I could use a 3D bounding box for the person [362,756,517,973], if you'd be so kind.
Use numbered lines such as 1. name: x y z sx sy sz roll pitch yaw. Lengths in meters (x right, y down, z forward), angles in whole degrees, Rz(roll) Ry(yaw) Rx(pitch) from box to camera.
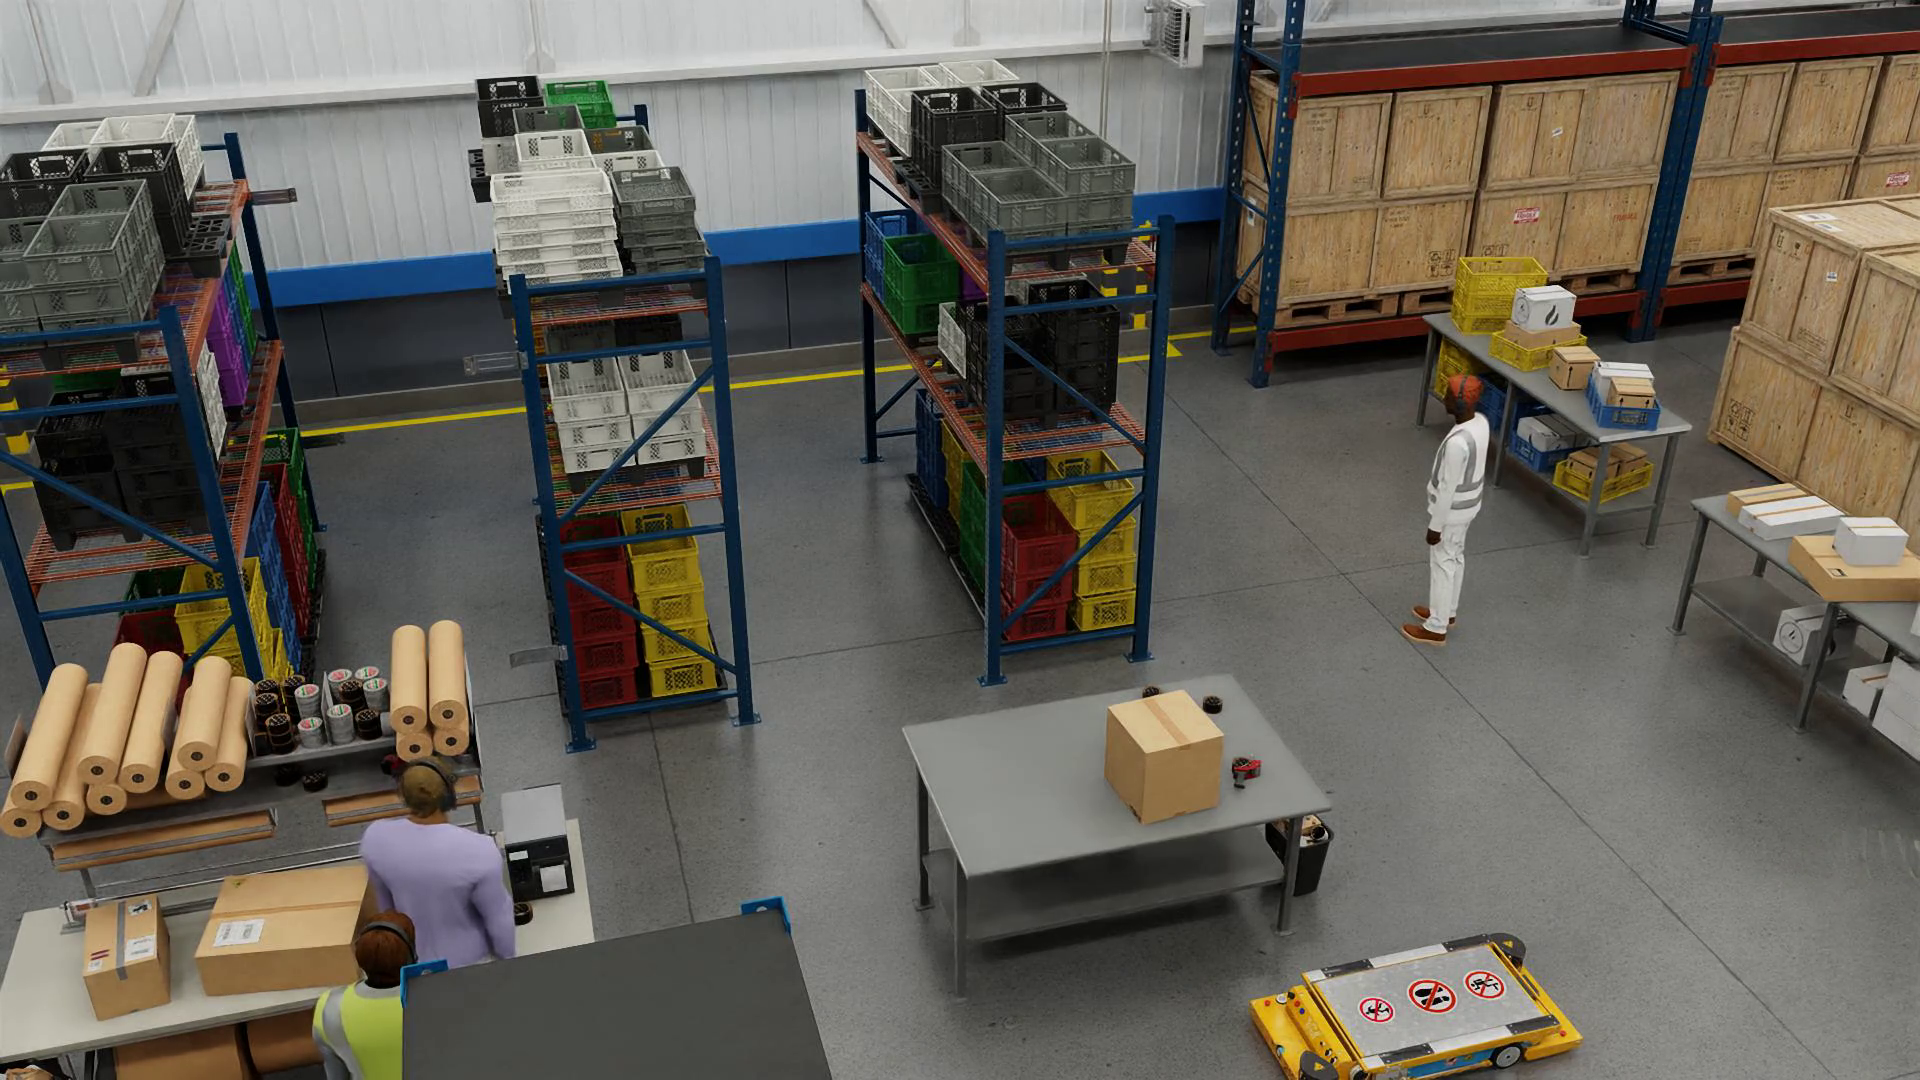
1. person: -2.202 1.767 7.216 0.626 1.931 0.374 6 29 10

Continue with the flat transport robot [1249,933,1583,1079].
1. flat transport robot: 2.184 2.282 7.980 1.431 0.197 0.652 -8 30 -14

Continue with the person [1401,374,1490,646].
1. person: 3.197 -0.196 10.839 0.351 1.879 0.569 17 33 28
